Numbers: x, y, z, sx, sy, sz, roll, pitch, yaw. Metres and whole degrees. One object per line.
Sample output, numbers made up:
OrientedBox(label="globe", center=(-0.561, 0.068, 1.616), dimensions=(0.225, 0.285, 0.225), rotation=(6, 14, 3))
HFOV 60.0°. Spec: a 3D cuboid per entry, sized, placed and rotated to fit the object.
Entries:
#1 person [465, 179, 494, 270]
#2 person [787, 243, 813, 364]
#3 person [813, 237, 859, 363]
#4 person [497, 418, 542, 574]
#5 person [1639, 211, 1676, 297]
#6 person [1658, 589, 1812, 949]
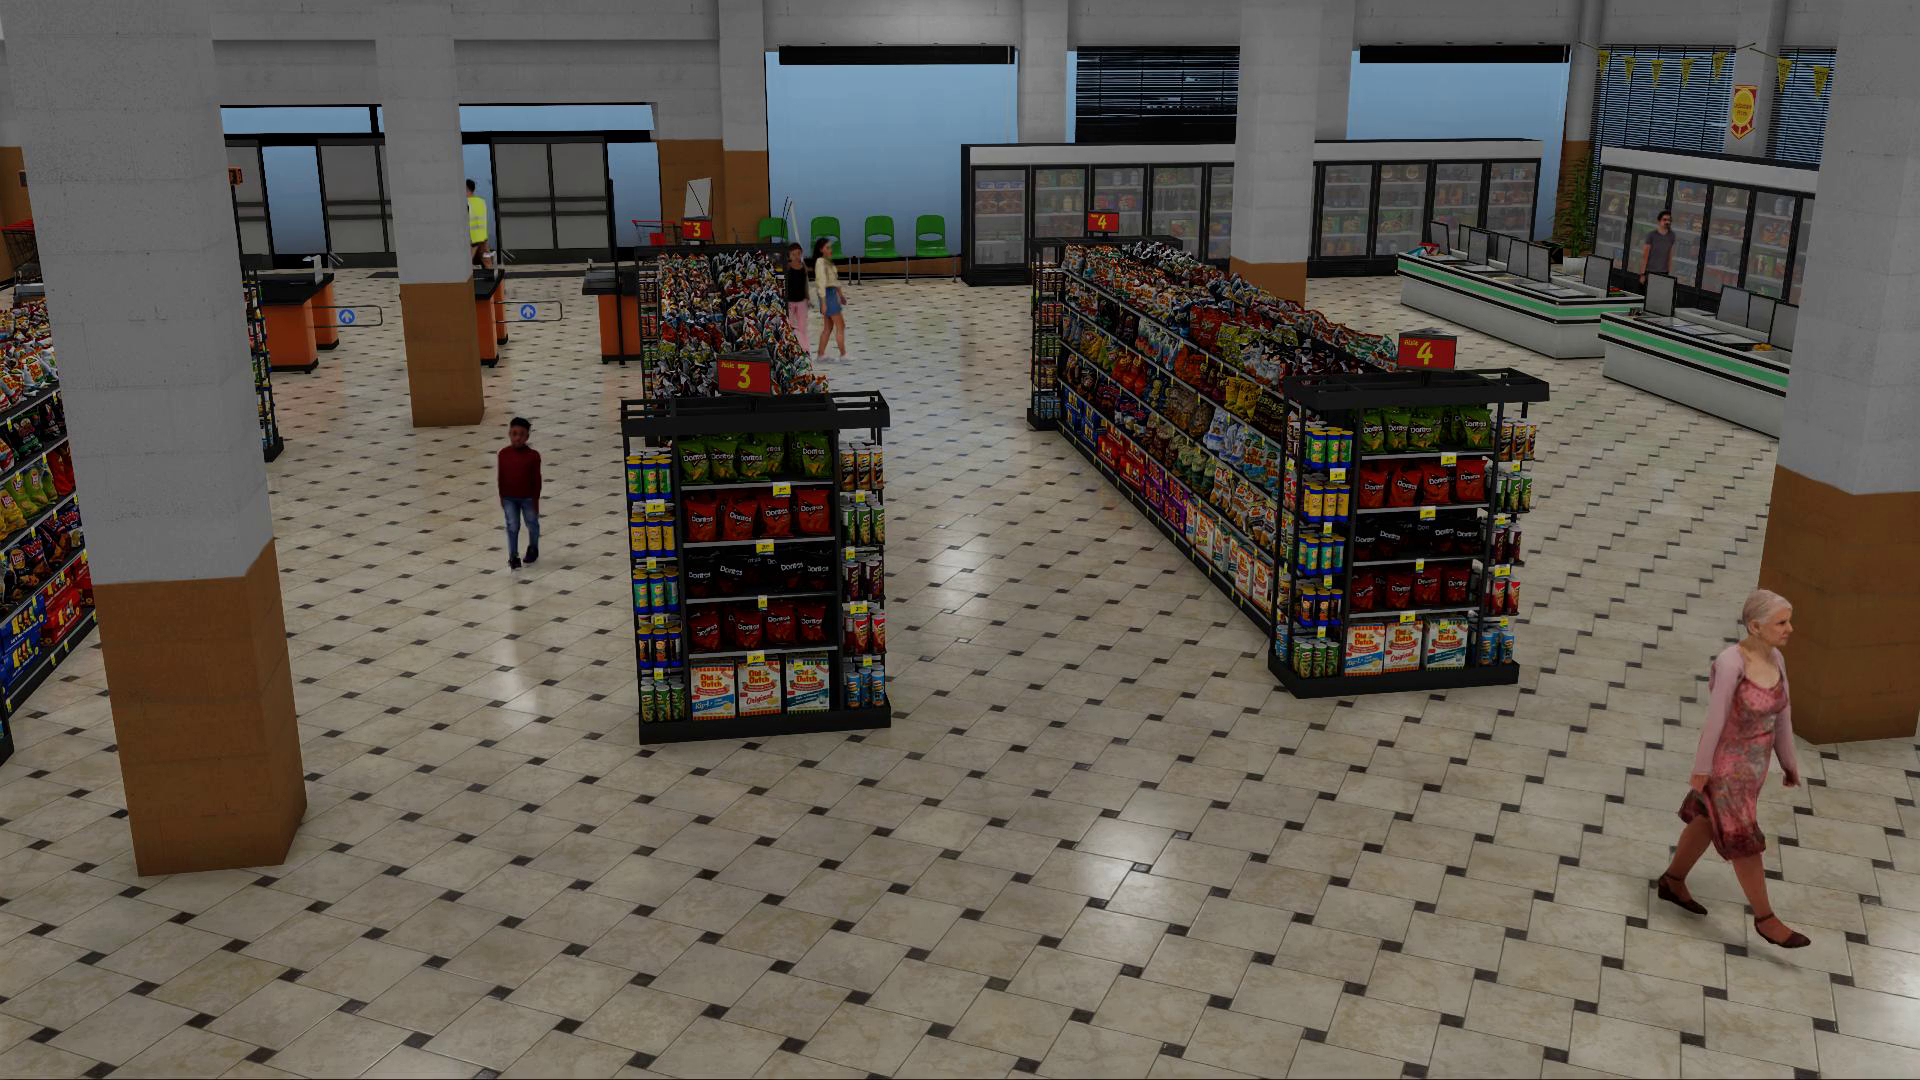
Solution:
OrientedBox(label="person", center=(-7.845, -4.938, 27.129), dimensions=(1.108, 1.820, 1.048), rotation=(12, 21, 34))
OrientedBox(label="person", center=(-2.158, -3.050, 21.405), dimensions=(0.761, 1.533, 1.090), rotation=(-9, 19, -28))
OrientedBox(label="person", center=(-1.740, -3.051, 21.293), dimensions=(0.816, 1.600, 0.755), rotation=(-2, 17, -8))
OrientedBox(label="person", center=(-3.457, -0.362, 13.093), dimensions=(0.590, 1.218, 0.854), rotation=(2, 17, 5))
OrientedBox(label="person", center=(9.719, -3.735, 23.323), dimensions=(0.624, 1.730, 0.647), rotation=(-2, 17, -7))
OrientedBox(label="person", center=(3.537, 1.026, 7.770), dimensions=(0.908, 1.656, 1.108), rotation=(-12, 21, -34))
